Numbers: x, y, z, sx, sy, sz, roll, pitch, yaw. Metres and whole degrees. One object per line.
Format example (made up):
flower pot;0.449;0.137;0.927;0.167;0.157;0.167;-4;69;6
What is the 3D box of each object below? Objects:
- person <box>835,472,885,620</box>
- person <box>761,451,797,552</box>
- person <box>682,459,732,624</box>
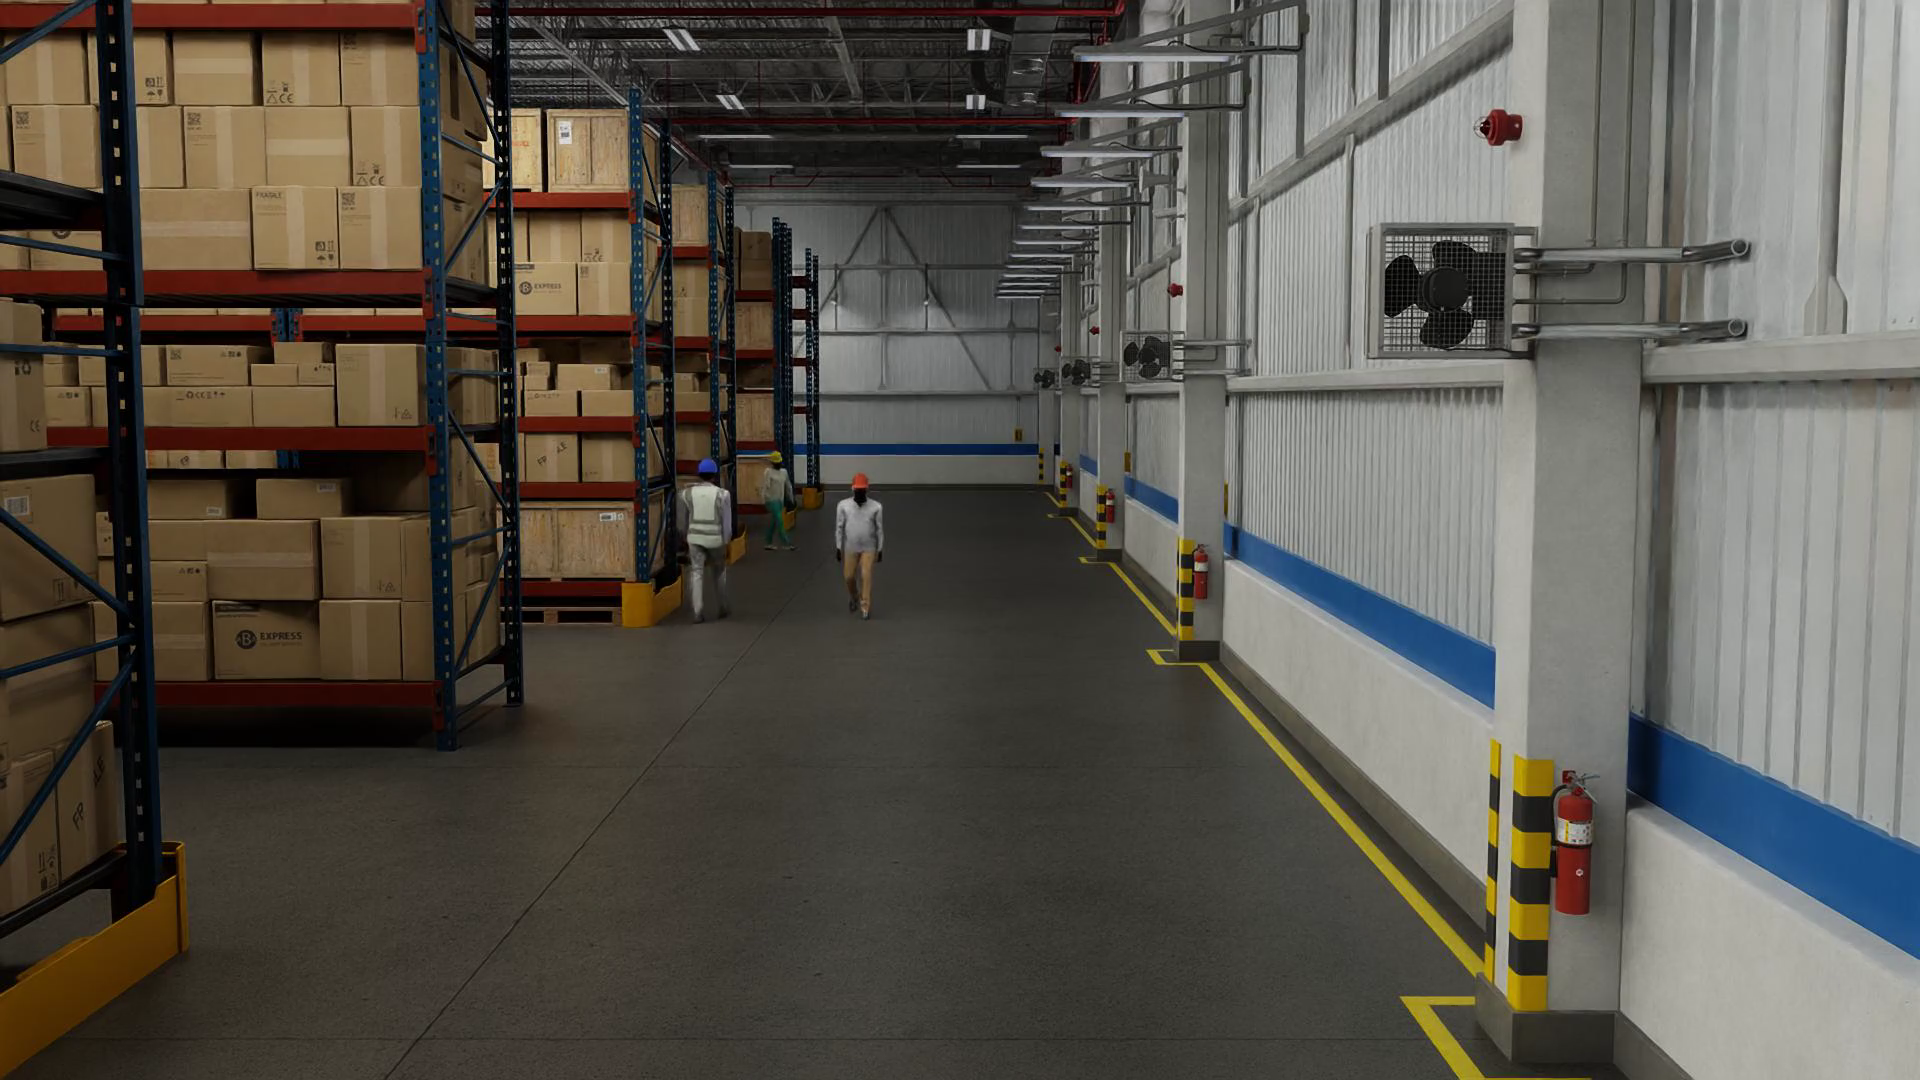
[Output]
person;-1.178;0.071;19.603;0.593;1.738;0.392;0;5;-1
person;-3.031;-0.648;28.157;0.809;1.700;0.651;4;6;37
person;-2.945;0.003;19.497;0.636;1.896;0.990;0;5;4
